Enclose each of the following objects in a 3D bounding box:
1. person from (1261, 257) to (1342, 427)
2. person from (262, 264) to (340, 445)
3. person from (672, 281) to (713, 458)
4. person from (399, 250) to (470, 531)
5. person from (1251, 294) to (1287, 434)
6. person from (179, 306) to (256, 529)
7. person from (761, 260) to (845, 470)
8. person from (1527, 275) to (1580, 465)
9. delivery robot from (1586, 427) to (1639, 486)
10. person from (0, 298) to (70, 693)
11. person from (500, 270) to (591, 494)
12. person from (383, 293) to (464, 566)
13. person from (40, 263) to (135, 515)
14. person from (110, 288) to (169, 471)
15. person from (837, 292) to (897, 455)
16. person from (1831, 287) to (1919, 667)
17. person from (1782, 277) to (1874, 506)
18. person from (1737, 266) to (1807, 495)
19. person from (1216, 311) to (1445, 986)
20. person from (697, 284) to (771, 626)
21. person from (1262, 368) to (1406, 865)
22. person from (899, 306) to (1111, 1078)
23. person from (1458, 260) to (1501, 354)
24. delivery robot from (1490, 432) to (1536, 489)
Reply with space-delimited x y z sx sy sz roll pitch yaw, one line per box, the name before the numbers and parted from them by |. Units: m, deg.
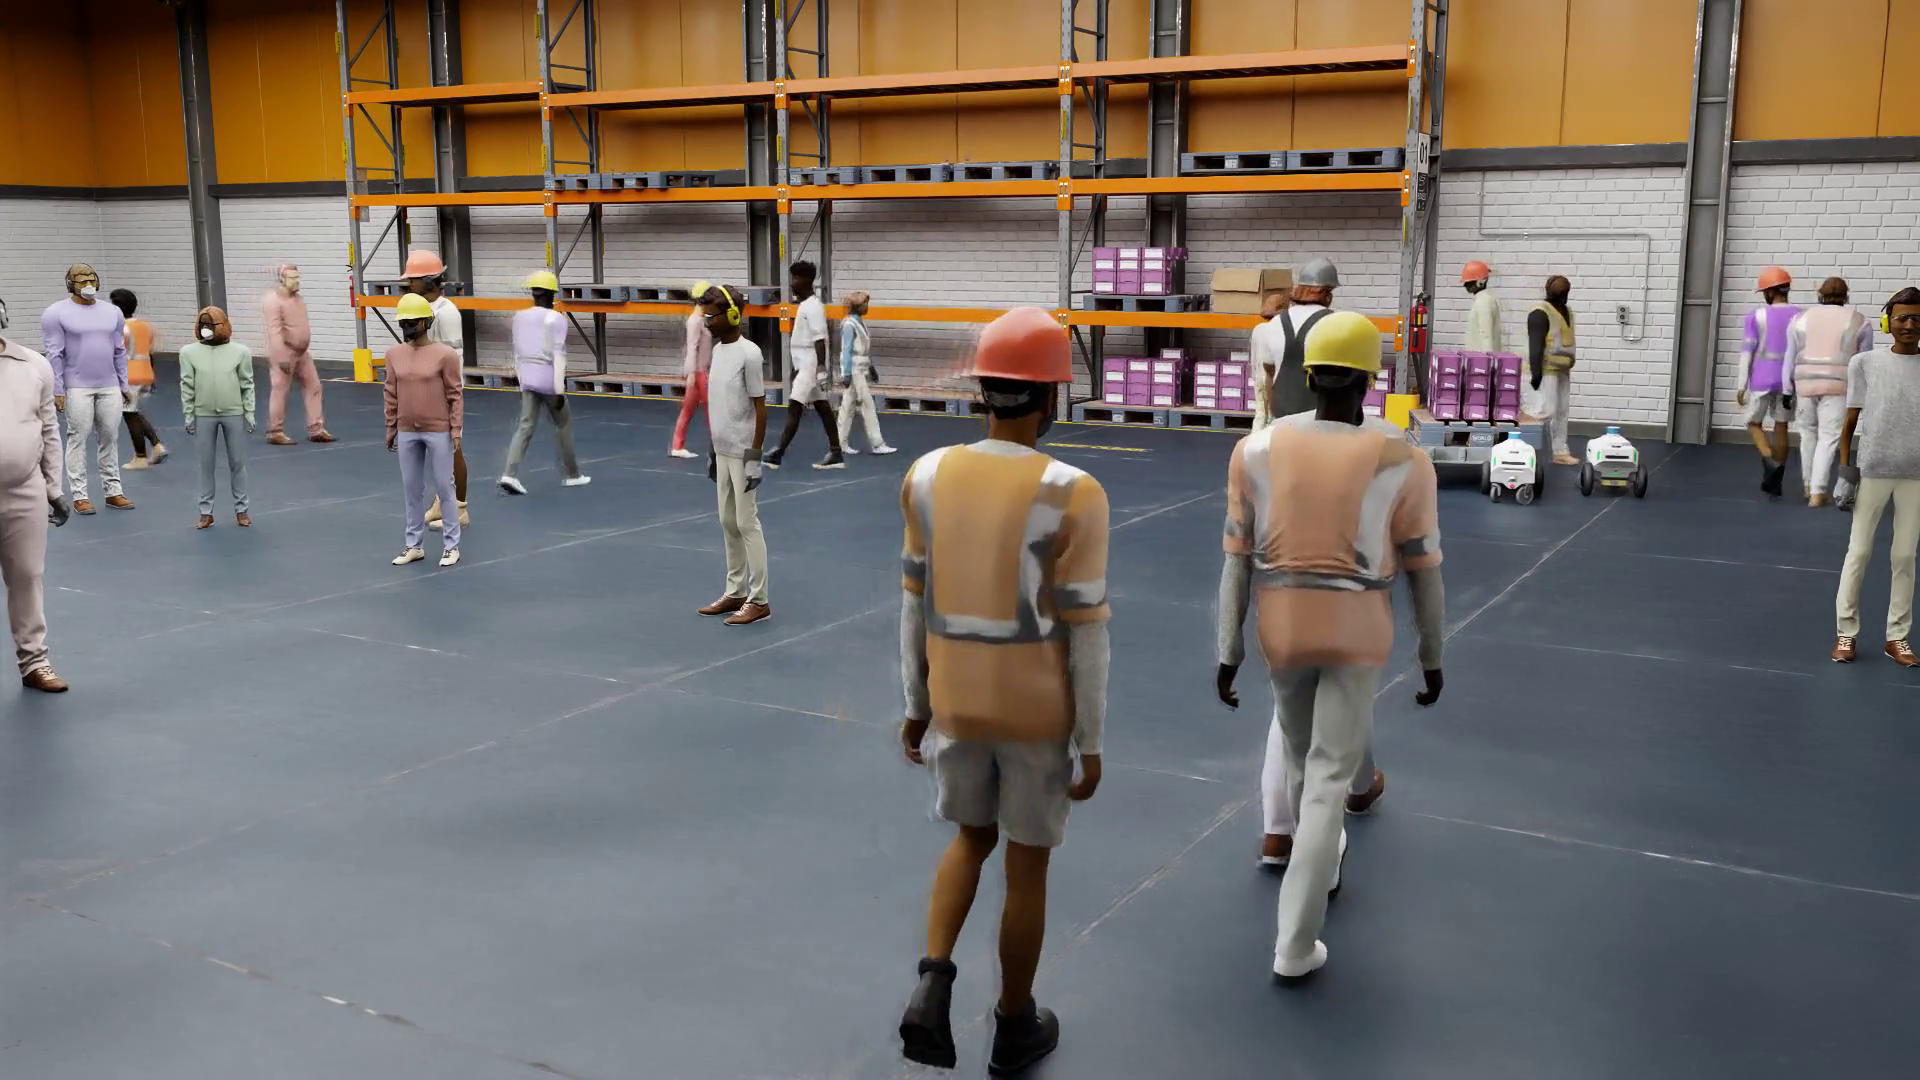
person | 2.260 -0.870 10.920 0.923 2.000 0.686 -9 13 -41
person | -6.879 -1.914 17.296 0.806 1.876 0.678 2 10 10
person | -2.422 -1.635 16.149 0.887 1.724 0.534 -1 10 -3
person | -3.832 -1.083 12.138 0.395 2.039 0.607 -8 13 -37
person | 2.852 -1.425 15.219 0.266 1.632 0.504 -6 11 -29
person | -5.449 -0.901 12.249 0.501 1.631 0.286 -4 11 -20
person | -1.517 -1.602 15.363 0.955 1.924 0.624 -1 10 -7
person | 5.533 -1.604 15.752 0.691 1.805 0.641 -10 14 -44
delivery robot | 5.466 -0.707 13.939 0.477 0.478 0.707 3 10 15
person | -4.382 -0.208 7.552 0.399 1.909 0.642 9 13 41
person | -3.554 -1.329 14.017 0.598 1.875 1.005 5 11 24
person | -3.471 -0.701 10.744 0.533 1.767 0.326 2 10 10
person | -6.753 -1.174 12.931 0.368 1.939 0.632 7 12 34
person | -7.622 -1.469 15.296 0.343 1.685 0.543 1 10 5
person | -0.926 -1.635 16.469 0.760 1.609 0.530 1 10 6
person | 4.612 -0.304 8.218 0.521 1.866 0.325 3 10 17
person | 7.045 -1.203 13.447 0.644 1.815 0.823 9 14 42
person | 6.725 -1.295 13.698 0.580 1.909 0.530 2 10 9
person | 1.106 0.276 4.889 0.617 1.869 0.989 5 11 27
person | -1.250 -0.464 9.124 0.331 1.863 0.535 -7 12 -35
person | 1.259 0.165 5.739 0.518 1.812 1.012 5 11 26
person | 0.091 0.407 4.020 0.573 1.925 0.505 6 12 30
person | 5.330 -1.837 16.728 0.967 1.938 0.681 4 11 20
delivery robot | 4.508 -0.639 13.553 0.477 0.478 0.707 3 11 18
